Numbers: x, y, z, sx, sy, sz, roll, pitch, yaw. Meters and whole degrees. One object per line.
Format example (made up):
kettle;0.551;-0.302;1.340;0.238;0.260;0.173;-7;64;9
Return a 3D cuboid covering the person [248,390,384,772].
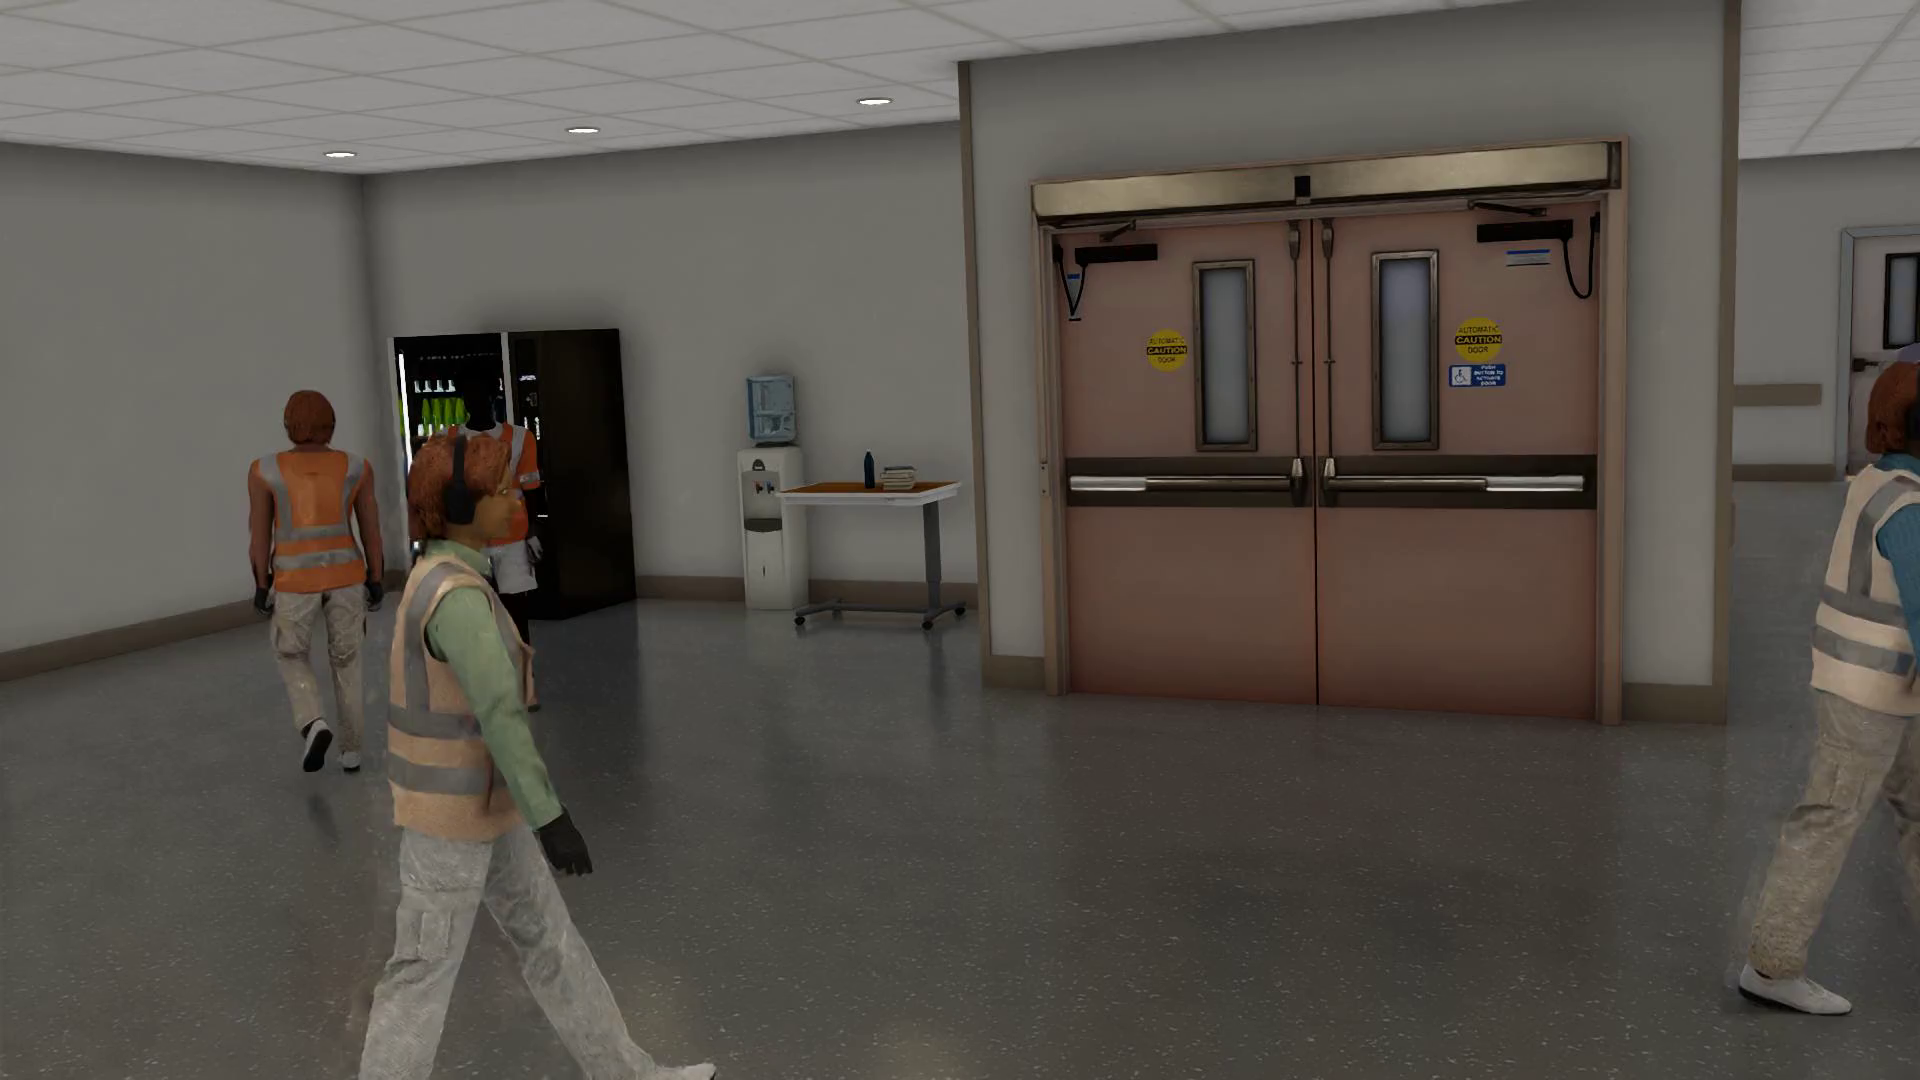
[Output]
person;-2.646;0.191;6.907;0.532;1.623;0.437;-6;8;-28

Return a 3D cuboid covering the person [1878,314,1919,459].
person;4.483;-0.276;7.547;0.403;1.823;0.587;-6;8;-28

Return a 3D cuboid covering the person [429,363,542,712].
person;-2.267;0.002;7.984;0.532;1.696;0.319;-5;8;-18

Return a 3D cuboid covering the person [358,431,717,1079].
person;-0.954;0.578;3.520;0.850;1.600;0.530;-4;8;-15

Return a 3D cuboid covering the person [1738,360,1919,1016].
person;2.285;0.378;3.975;0.810;1.602;0.547;1;8;24
